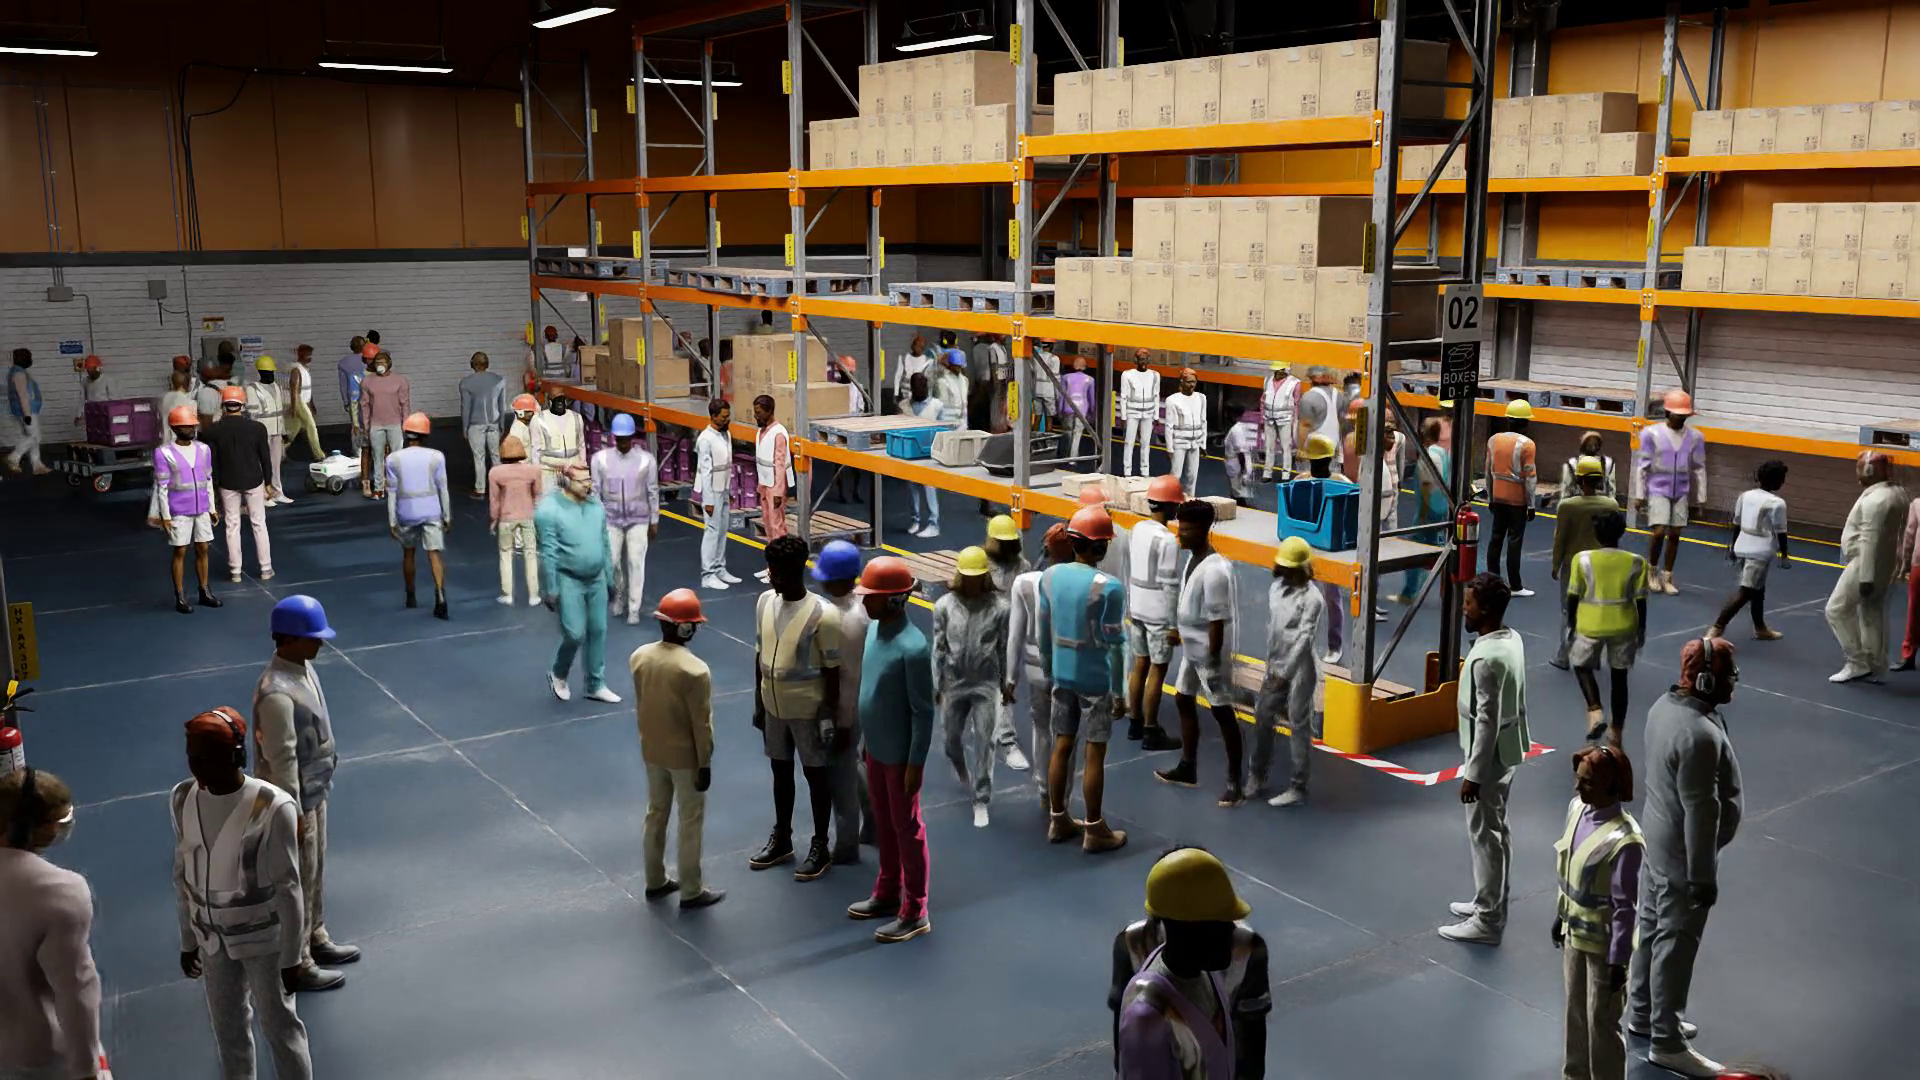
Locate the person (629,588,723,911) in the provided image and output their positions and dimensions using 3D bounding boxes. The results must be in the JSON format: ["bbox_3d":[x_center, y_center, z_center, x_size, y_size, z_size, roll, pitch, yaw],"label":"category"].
[{"bbox_3d":[-1.505,1.115,8.918,0.567,1.741,0.356,8,14,35],"label":"person"}]

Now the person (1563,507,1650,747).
[{"bbox_3d":[4.502,0.616,11.577,0.573,1.688,0.401,2,11,8],"label":"person"}]

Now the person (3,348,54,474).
[{"bbox_3d":[-13.339,-1.824,23.721,0.537,1.830,0.649,-6,13,-28],"label":"person"}]

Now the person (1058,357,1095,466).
[{"bbox_3d":[1.748,-1.919,24.777,0.524,1.592,0.801,4,12,18],"label":"person"}]

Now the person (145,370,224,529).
[{"bbox_3d":[-9.309,-1.075,19.775,0.628,1.890,1.033,4,12,20],"label":"person"}]

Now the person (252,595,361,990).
[{"bbox_3d":[-3.152,1.207,7.965,0.421,1.932,0.622,-2,11,-11],"label":"person"}]

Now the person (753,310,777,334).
[{"bbox_3d":[-3.728,-3.462,31.892,0.597,1.915,0.370,9,14,38],"label":"person"}]

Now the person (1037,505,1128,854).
[{"bbox_3d":[0.739,0.804,9.733,0.612,2.041,0.394,10,15,42],"label":"person"}]

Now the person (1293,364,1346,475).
[{"bbox_3d":[4.287,-1.158,19.781,0.688,2.000,0.724,-9,14,-38],"label":"person"}]

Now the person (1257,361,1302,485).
[{"bbox_3d":[4.362,-1.634,22.775,0.586,1.823,0.403,8,14,35],"label":"person"}]

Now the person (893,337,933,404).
[{"bbox_3d":[-0.719,-2.287,26.143,0.604,1.821,1.013,1,11,7],"label":"person"}]

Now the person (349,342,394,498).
[{"bbox_3d":[-7.709,-1.584,21.950,0.609,2.044,0.393,-7,13,-32],"label":"person"}]

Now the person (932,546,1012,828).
[{"bbox_3d":[0.079,0.854,10.287,0.491,1.730,0.638,0,11,2],"label":"person"}]

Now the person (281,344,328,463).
[{"bbox_3d":[-9.910,-2.034,24.899,0.865,1.797,0.595,-3,11,-15],"label":"person"}]

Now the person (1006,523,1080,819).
[{"bbox_3d":[0.619,0.800,10.222,0.618,1.851,0.831,2,11,9],"label":"person"}]

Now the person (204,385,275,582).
[{"bbox_3d":[-7.310,-0.570,16.887,0.612,1.994,0.395,-5,12,-24],"label":"person"}]

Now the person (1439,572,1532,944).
[{"bbox_3d":[2.701,1.109,8.489,0.386,1.918,0.590,6,13,28],"label":"person"}]

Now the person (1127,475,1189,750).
[{"bbox_3d":[1.385,0.503,11.586,0.394,1.929,0.548,-5,12,-24],"label":"person"}]

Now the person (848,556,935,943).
[{"bbox_3d":[-0.356,1.060,8.546,0.386,1.992,0.625,-6,12,-27],"label":"person"}]

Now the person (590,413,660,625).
[{"bbox_3d":[-3.031,-0.189,15.078,0.630,1.936,0.429,-2,11,-8],"label":"person"}]

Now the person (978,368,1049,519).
[{"bbox_3d":[0.673,-1.182,20.281,0.984,1.900,0.614,4,12,18],"label":"person"}]

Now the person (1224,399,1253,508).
[{"bbox_3d":[3.134,-0.735,18.586,0.399,1.659,0.665,1,11,5],"label":"person"}]

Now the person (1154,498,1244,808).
[{"bbox_3d":[1.582,0.709,10.551,0.483,1.939,0.708,-1,11,-7],"label":"person"}]

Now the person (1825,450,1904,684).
[{"bbox_3d":[7.140,0.220,13.158,0.482,1.878,0.638,11,15,43],"label":"person"}]

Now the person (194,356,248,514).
[{"bbox_3d":[-9.234,-1.323,20.625,0.995,2.000,0.687,4,12,18],"label":"person"}]

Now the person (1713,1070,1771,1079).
[{"bbox_3d":[1.758,2.059,3.848,0.576,1.831,0.541,9,14,37],"label":"person"}]

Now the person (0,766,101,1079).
[{"bbox_3d":[-3.165,1.691,5.543,0.786,1.920,0.414,3,12,17],"label":"person"}]

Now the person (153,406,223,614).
[{"bbox_3d":[-7.218,-0.286,15.589,0.361,1.940,0.553,8,13,34],"label":"person"}]

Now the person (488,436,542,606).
[{"bbox_3d":[-4.231,-0.176,15.857,0.504,1.611,0.459,-5,12,-24],"label":"person"}]

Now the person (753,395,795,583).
[{"bbox_3d":[-1.913,-0.529,16.919,0.415,1.907,0.595,-6,12,-26],"label":"person"}]

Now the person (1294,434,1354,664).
[{"bbox_3d":[2.982,0.073,13.809,0.584,1.918,0.409,10,15,41],"label":"person"}]

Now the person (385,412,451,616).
[{"bbox_3d":[-5.034,-0.248,15.484,0.554,1.906,0.816,-4,12,-19],"label":"person"}]

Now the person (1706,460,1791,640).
[{"bbox_3d":[6.793,0.119,14.276,0.841,1.645,0.527,-2,11,-8],"label":"person"}]

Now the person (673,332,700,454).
[{"bbox_3d":[-4.267,-2.298,25.978,0.639,1.901,0.406,3,12,17],"label":"person"}]

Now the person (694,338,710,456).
[{"bbox_3d":[-3.898,-2.161,25.444,0.342,1.839,0.513,-3,11,-15],"label":"person"}]

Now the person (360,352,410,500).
[{"bbox_3d":[-7.500,-1.490,21.744,0.628,1.940,0.373,-1,11,-7],"label":"person"}]

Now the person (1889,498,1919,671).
[{"bbox_3d":[7.841,0.231,13.376,0.313,1.769,0.525,-9,14,-38],"label":"person"}]

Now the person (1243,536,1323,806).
[{"bbox_3d":[2.044,0.821,10.455,0.371,1.735,0.503,-7,13,-32],"label":"person"}]

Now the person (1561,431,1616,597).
[{"bbox_3d":[6.140,-0.281,16.339,0.520,1.630,0.509,0,11,0],"label":"person"}]

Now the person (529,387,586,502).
[{"bbox_3d":[-4.379,-0.755,18.227,0.621,1.845,0.429,-7,13,-32],"label":"person"}]
